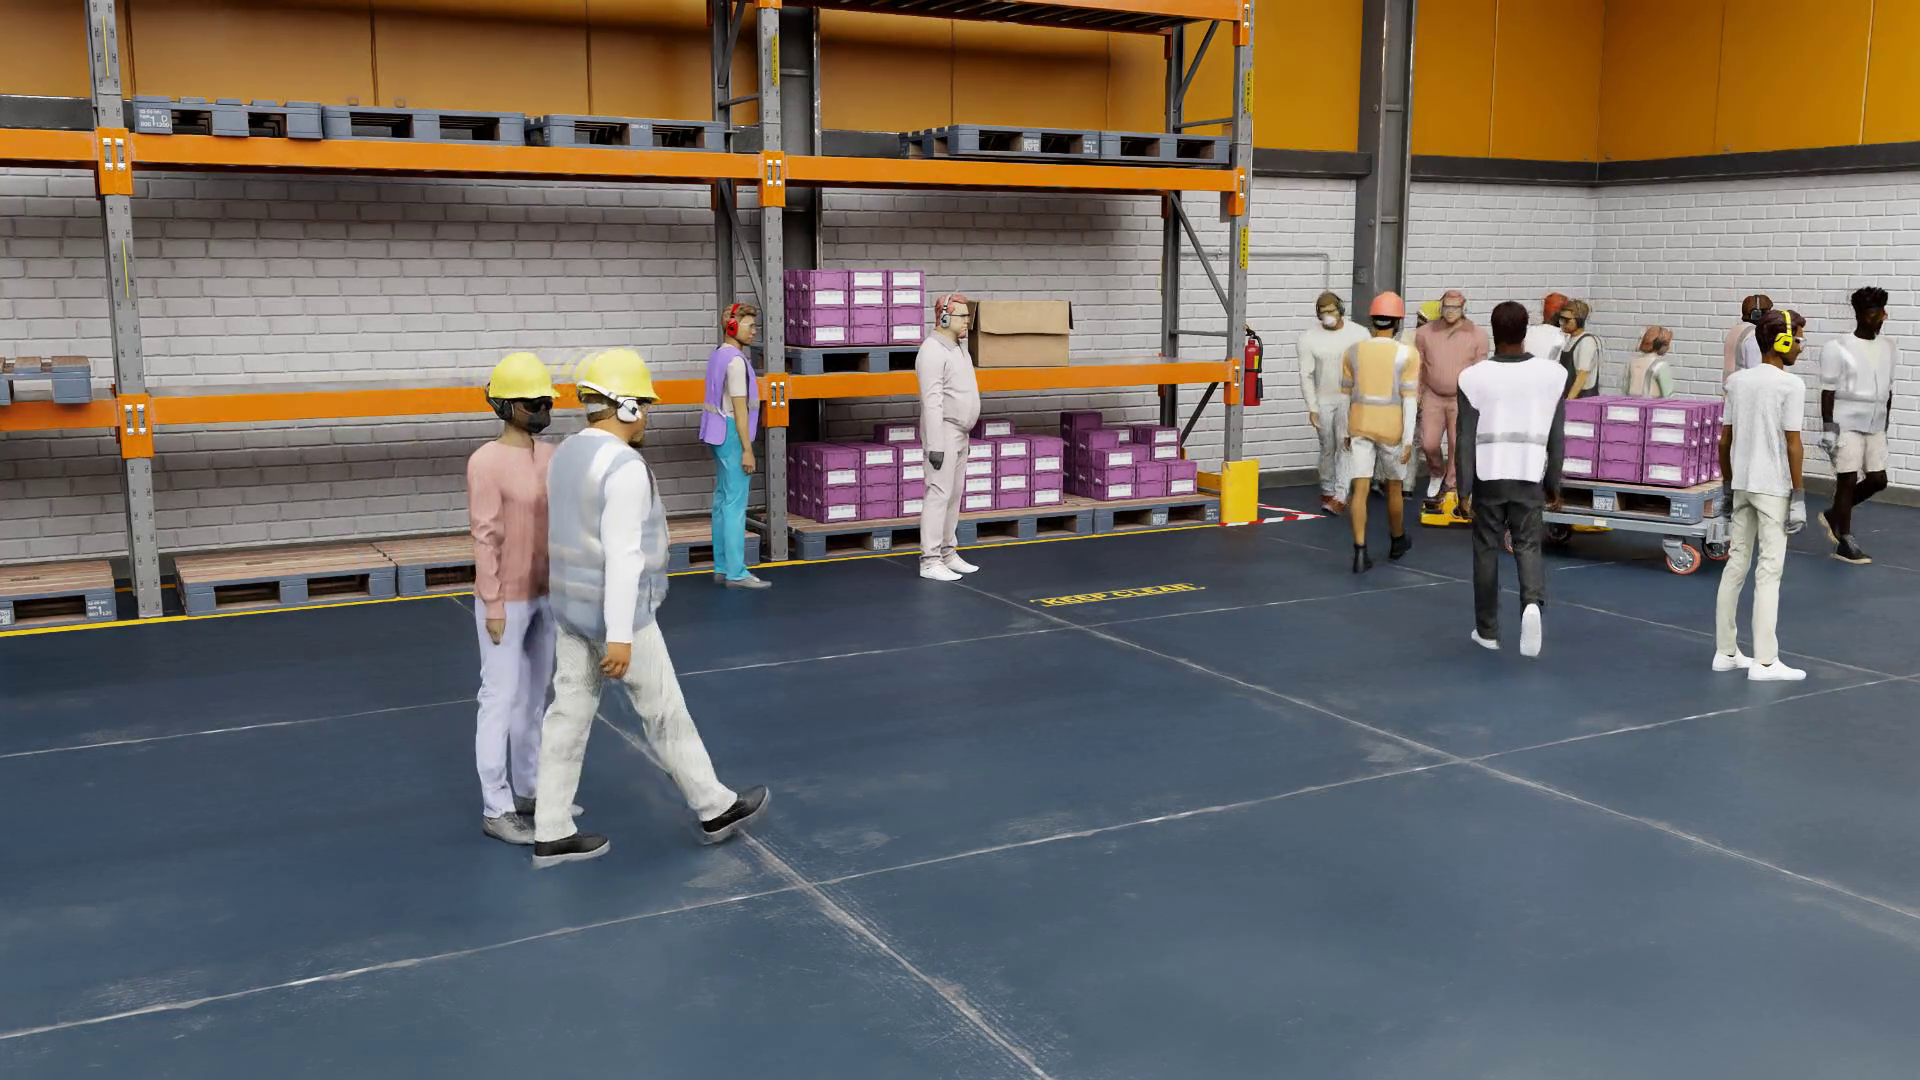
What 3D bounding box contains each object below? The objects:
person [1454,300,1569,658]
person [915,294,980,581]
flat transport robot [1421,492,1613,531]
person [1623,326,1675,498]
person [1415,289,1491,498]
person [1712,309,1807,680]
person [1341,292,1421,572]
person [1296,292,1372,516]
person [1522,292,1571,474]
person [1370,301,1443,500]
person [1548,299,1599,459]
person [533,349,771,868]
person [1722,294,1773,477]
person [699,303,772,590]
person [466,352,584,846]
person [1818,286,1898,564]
[{"bbox_3d":[2.924,-0.315,8.833,0.601,1.902,0.737,1,9,5],"label":"person"},{"bbox_3d":[-0.065,-0.681,11.082,0.401,1.900,0.636,3,10,16],"label":"person"},{"bbox_3d":[4.451,-0.240,13.321,1.431,0.197,0.652,3,10,17],"label":"flat transport robot"},{"bbox_3d":[5.676,-0.950,13.629,0.879,1.583,0.524,-1,9,-7],"label":"person"},{"bbox_3d":[4.235,-1.223,14.384,0.664,1.887,0.473,4,10,23],"label":"person"},{"bbox_3d":[4.057,-0.225,8.392,0.329,1.865,0.518,-3,10,-20],"label":"person"},{"bbox_3d":[2.922,-0.760,11.535,0.562,1.888,0.964,5,11,28],"label":"person"},{"bbox_3d":[3.161,-1.146,14.010,0.659,1.878,0.871,2,10,12],"label":"person"},{"bbox_3d":[5.036,-1.170,14.181,0.825,1.855,0.617,-7,12,-38],"label":"person"},{"bbox_3d":[3.987,-1.222,14.772,0.702,1.785,0.410,3,10,20],"label":"person"},{"bbox_3d":[5.134,-1.072,13.748,0.625,1.815,0.527,0,9,1],"label":"person"},{"bbox_3d":[-1.136,0.231,5.849,0.901,1.780,0.613,-8,12,-39],"label":"person"},{"bbox_3d":[6.783,-1.182,14.287,0.429,1.843,0.631,1,9,6],"label":"person"},{"bbox_3d":[-1.478,-0.601,10.754,0.393,1.839,0.563,-4,10,-22],"label":"person"},{"bbox_3d":[-1.580,0.204,6.065,0.327,1.769,0.525,3,10,18],"label":"person"},{"bbox_3d":[6.293,-0.817,11.743,0.600,1.946,0.520,-2,9,-10],"label":"person"}]
